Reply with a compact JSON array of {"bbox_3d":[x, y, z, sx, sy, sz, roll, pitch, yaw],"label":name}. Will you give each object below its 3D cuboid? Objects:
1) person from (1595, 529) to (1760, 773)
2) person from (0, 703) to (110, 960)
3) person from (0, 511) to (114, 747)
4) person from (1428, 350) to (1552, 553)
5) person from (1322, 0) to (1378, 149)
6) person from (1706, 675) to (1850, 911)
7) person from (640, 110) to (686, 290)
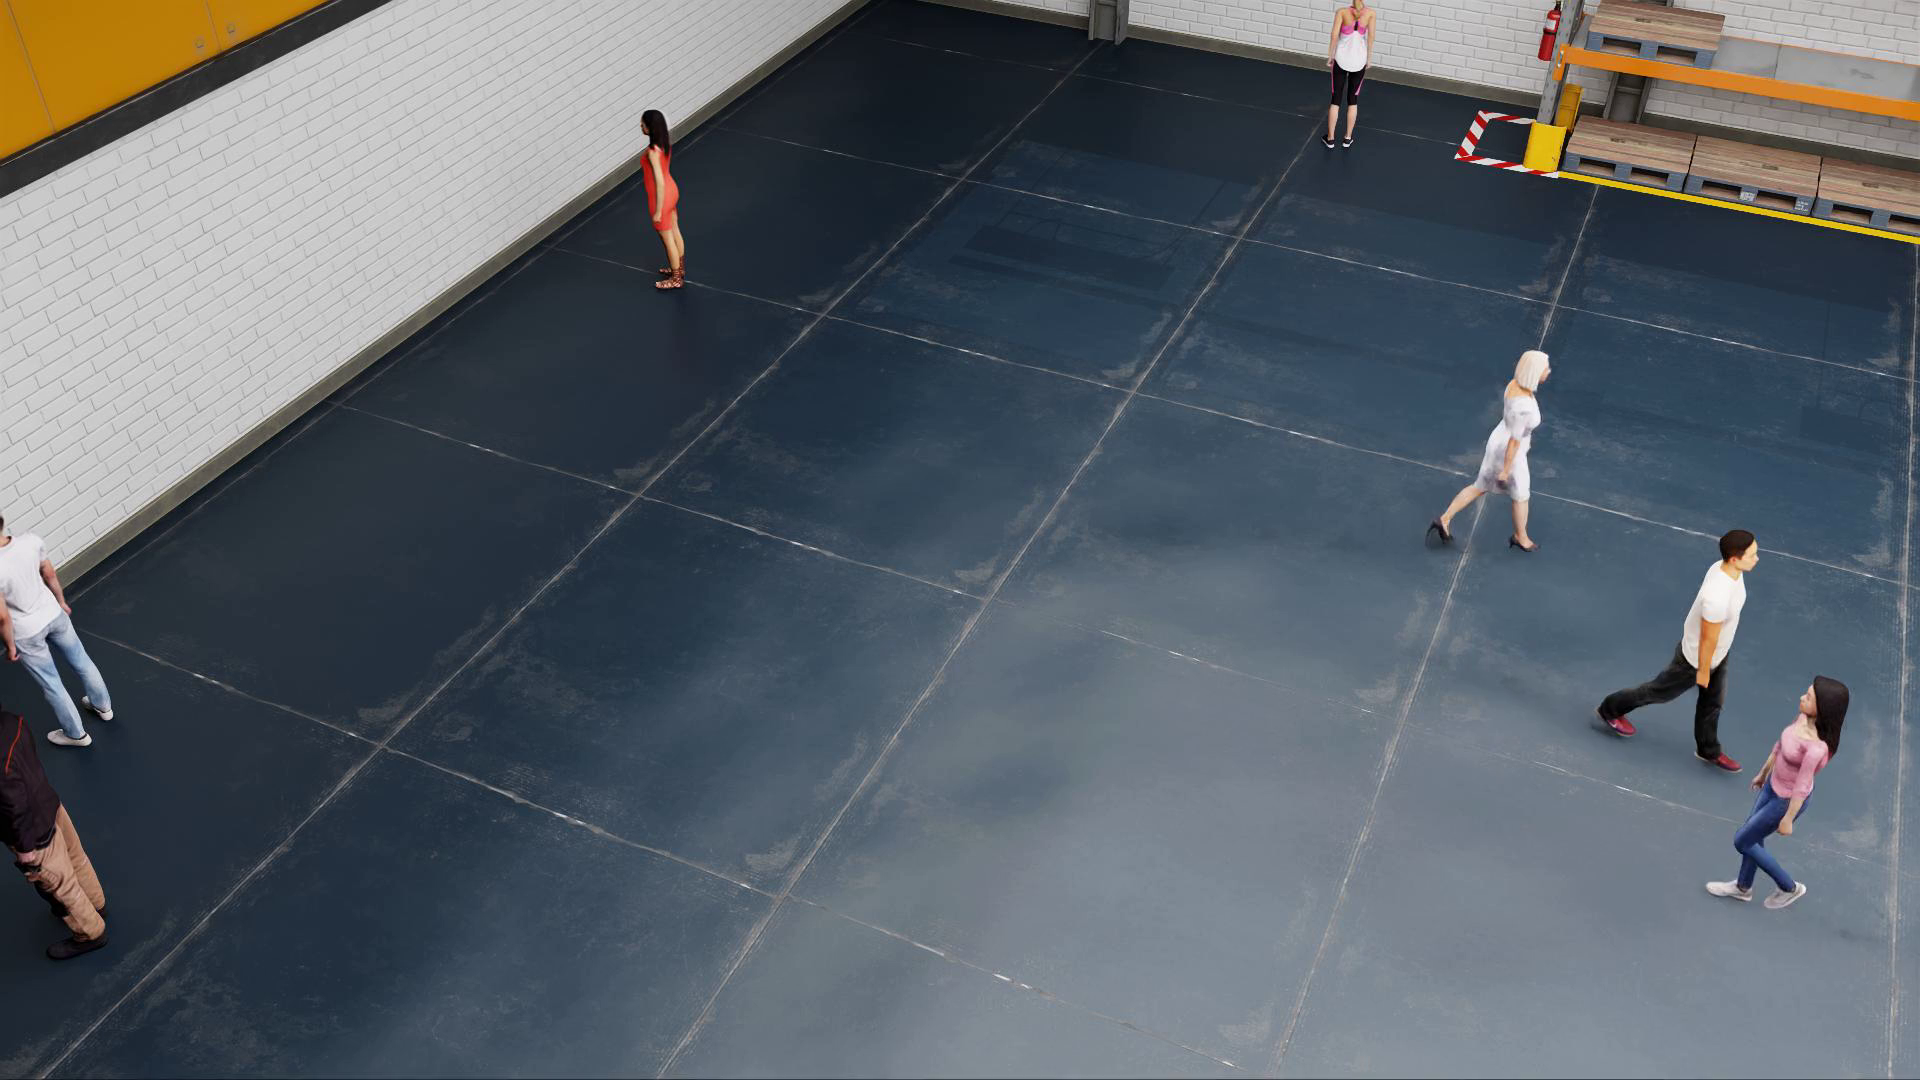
[{"bbox_3d":[4.497,0.657,10.318,1.216,1.765,0.809,24,44,27],"label":"person"},{"bbox_3d":[-5.074,1.532,9.094,0.834,1.925,0.790,-10,40,-13],"label":"person"},{"bbox_3d":[-5.777,0.526,10.414,0.560,1.850,0.662,13,40,16],"label":"person"},{"bbox_3d":[3.849,-0.618,11.959,1.131,1.711,0.872,-1,39,-1],"label":"person"},{"bbox_3d":[4.058,-4.963,17.337,0.582,1.788,0.731,2,39,3],"label":"person"},{"bbox_3d":[4.708,1.457,9.345,0.729,1.730,0.602,12,40,15],"label":"person"},{"bbox_3d":[-2.683,-3.079,15.033,0.624,1.718,0.645,3,39,4],"label":"person"}]
